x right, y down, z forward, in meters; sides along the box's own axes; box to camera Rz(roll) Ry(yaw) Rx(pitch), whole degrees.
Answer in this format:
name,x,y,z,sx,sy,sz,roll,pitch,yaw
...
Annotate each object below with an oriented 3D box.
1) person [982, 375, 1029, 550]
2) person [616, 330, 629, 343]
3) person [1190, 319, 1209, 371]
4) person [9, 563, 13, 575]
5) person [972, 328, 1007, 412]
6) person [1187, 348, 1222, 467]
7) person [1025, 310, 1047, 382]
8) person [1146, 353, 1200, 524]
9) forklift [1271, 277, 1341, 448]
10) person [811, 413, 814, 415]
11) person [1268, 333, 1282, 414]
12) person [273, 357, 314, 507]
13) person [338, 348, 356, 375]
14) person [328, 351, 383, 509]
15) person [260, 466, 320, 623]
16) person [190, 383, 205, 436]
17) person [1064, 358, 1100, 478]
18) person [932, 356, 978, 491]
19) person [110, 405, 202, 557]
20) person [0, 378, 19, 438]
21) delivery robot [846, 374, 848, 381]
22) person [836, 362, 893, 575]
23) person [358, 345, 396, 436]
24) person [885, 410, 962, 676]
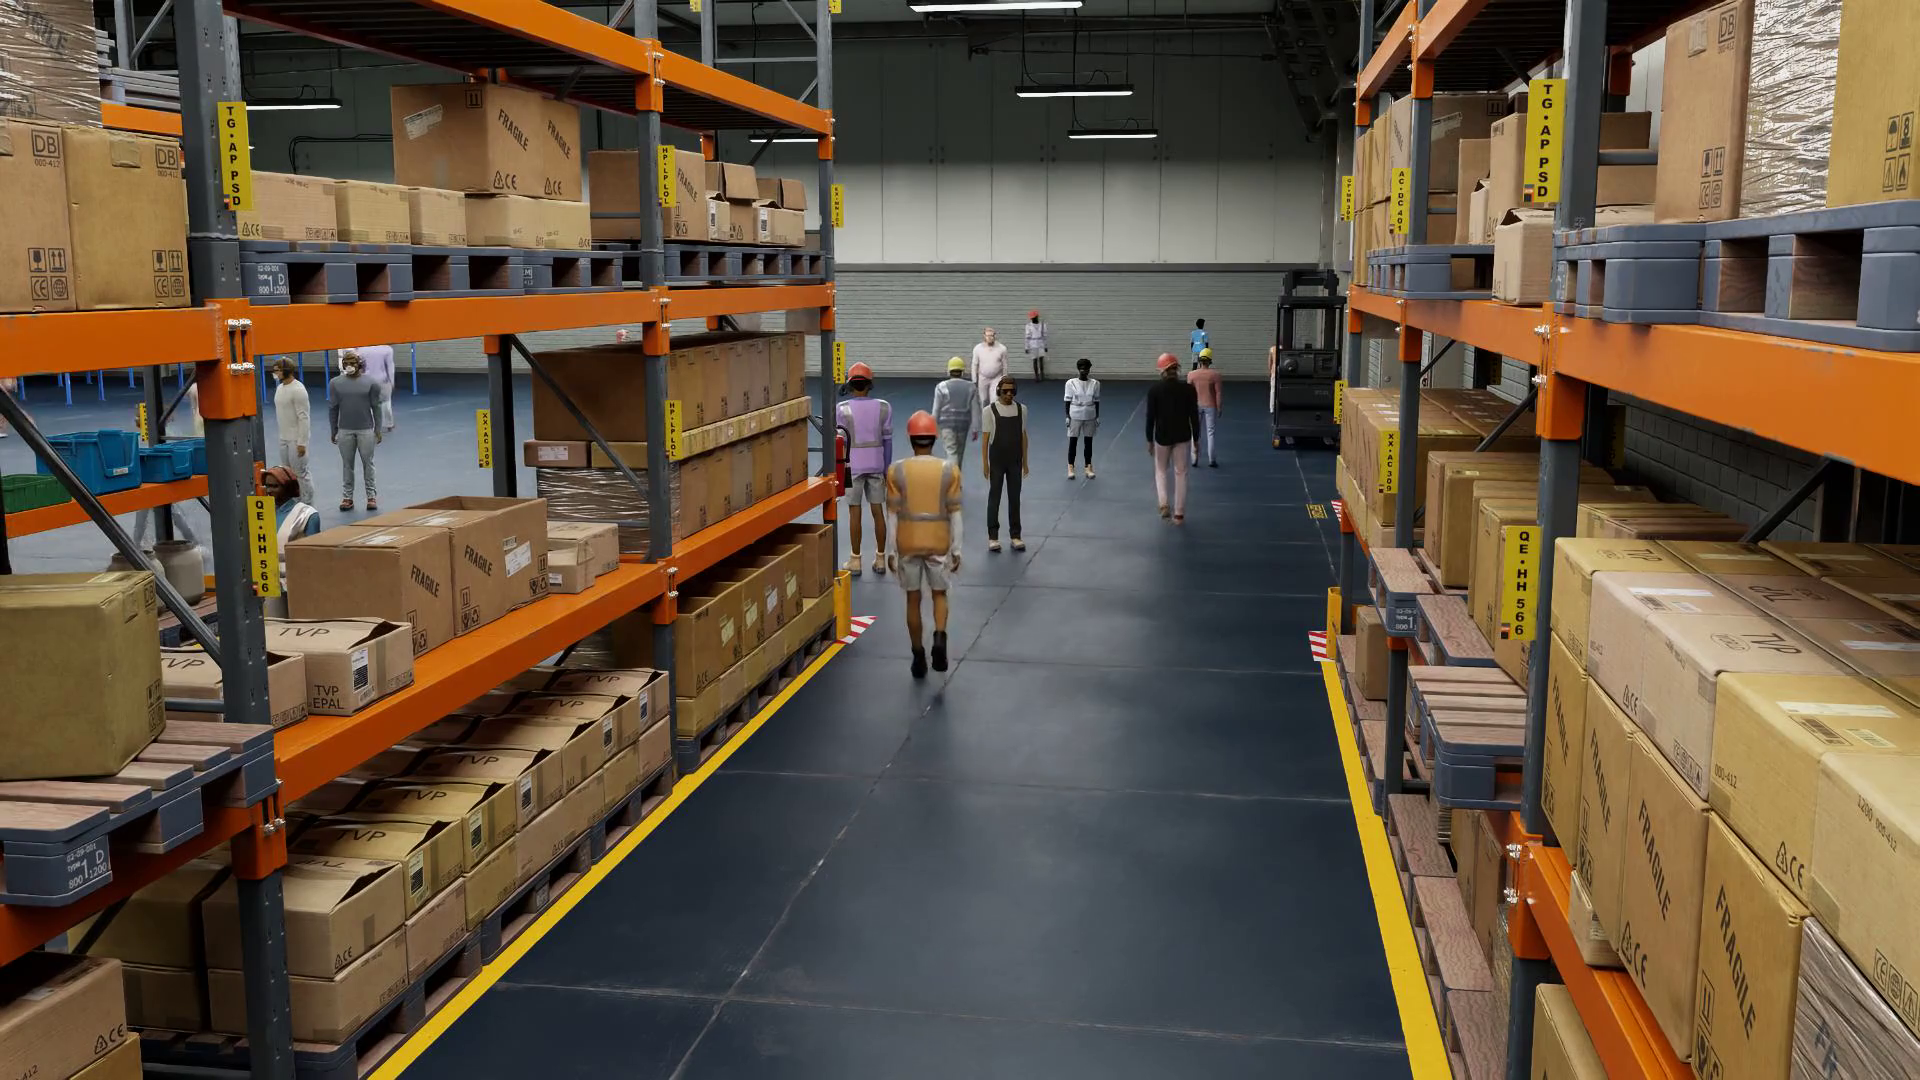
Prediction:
name,x,y,z,sx,sy,sz,roll,pitch,yaw
person,0.475,-0.815,17.470,0.505,1.841,0.330,-3,10,-20
person,-5.813,-2.675,28.748,0.636,1.903,0.405,6,11,34
person,6.134,-4.809,42.529,0.531,1.697,0.320,8,12,39
person,-8.216,-0.272,13.915,0.672,1.902,0.979,1,9,4
person,0.549,-2.996,30.809,0.650,1.882,0.799,1,9,3
person,3.654,-1.974,24.868,0.535,1.771,0.344,3,10,15
person,1.990,-5.063,43.499,0.575,1.887,0.757,0,9,1
person,2.478,-1.183,19.342,0.644,1.961,0.551,0,9,2
forklift,5.847,-3.016,27.970,1.129,2.768,1.873,1,9,9
person,-3.453,-3.375,33.613,0.873,1.731,0.533,-4,10,-23
person,6.535,-3.395,33.988,0.515,1.640,0.315,8,12,42
person,-7.698,-1.143,19.191,0.379,1.937,0.629,-9,13,-42
person,-11.894,-3.340,32.408,0.378,2.044,0.607,-7,12,-38
person,-7.423,-1.347,20.436,0.636,1.939,0.364,-2,9,-10
person,-4.478,0.316,11.100,0.520,1.639,0.312,2,9,13
person,-10.558,-1.674,23.468,0.519,1.598,0.765,0,9,-1
person,1.728,-1.720,23.491,0.532,1.695,0.319,-2,9,-12
person,-0.061,-1.524,21.975,0.598,1.796,0.889,-2,10,-14
person,-8.177,-0.596,16.877,0.851,1.587,0.514,-4,10,-23
person,-16.867,-2.730,29.203,0.701,1.866,0.589,5,11,30
delivery robot,-2.772,-3.868,39.274,0.335,0.223,0.698,8,12,40
person,-0.951,-0.693,16.099,0.608,2.039,0.395,-4,10,-21
person,-10.385,-2.827,29.705,0.659,1.889,0.990,-1,9,-4
person,-0.262,0.038,11.937,0.545,1.925,0.548,-1,9,-4
